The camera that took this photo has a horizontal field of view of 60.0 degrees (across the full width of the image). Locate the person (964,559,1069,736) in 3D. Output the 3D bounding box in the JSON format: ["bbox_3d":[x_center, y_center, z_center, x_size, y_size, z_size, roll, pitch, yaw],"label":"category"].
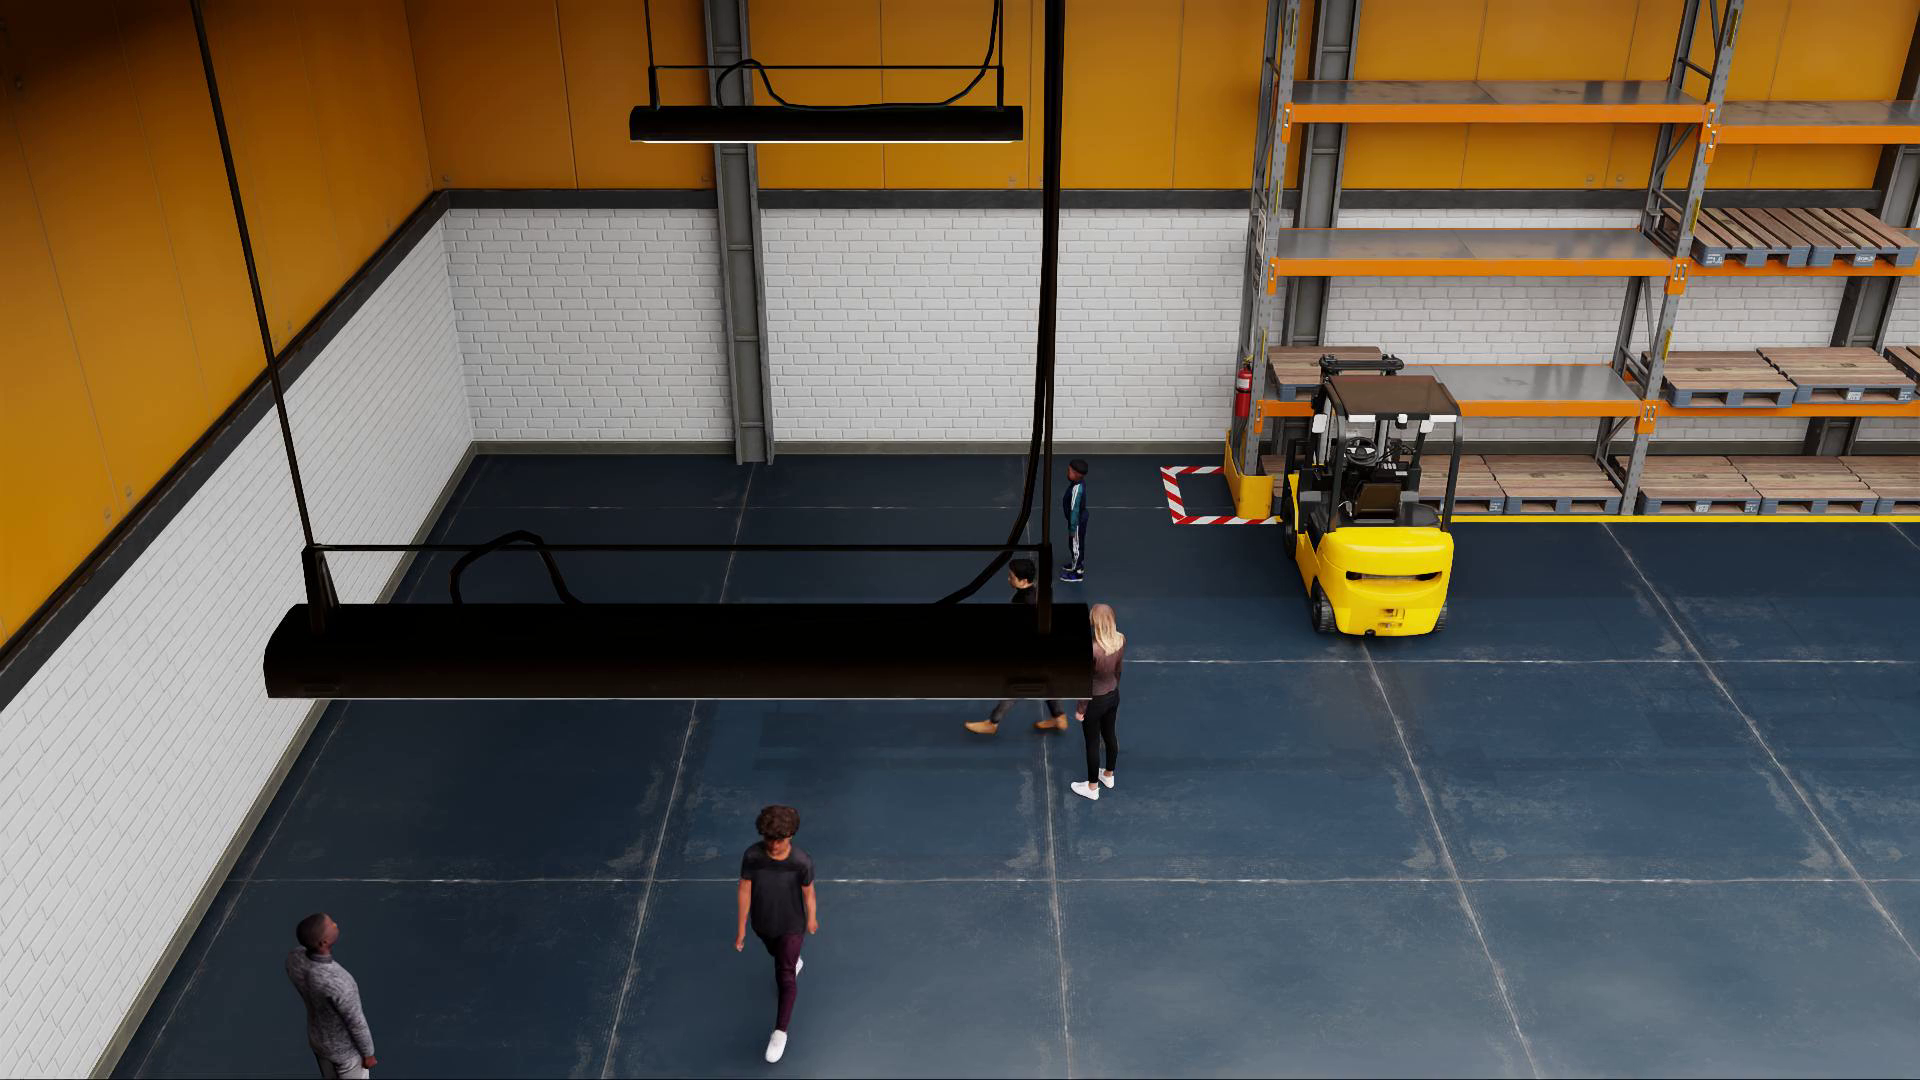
[{"bbox_3d":[0.624,0.909,13.573,1.071,1.679,0.665,1,29,2],"label":"person"}]

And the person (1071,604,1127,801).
[{"bbox_3d":[1.091,1.245,12.930,0.661,1.704,0.723,-25,37,-38],"label":"person"}]

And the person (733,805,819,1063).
[{"bbox_3d":[-1.152,2.390,10.789,1.146,1.744,0.893,8,30,14],"label":"person"}]

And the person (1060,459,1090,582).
[{"bbox_3d":[1.130,-0.208,16.062,0.500,1.255,0.523,4,29,7],"label":"person"}]

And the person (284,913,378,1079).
[{"bbox_3d":[-3.656,2.926,9.712,0.677,1.835,0.802,17,33,28],"label":"person"}]
